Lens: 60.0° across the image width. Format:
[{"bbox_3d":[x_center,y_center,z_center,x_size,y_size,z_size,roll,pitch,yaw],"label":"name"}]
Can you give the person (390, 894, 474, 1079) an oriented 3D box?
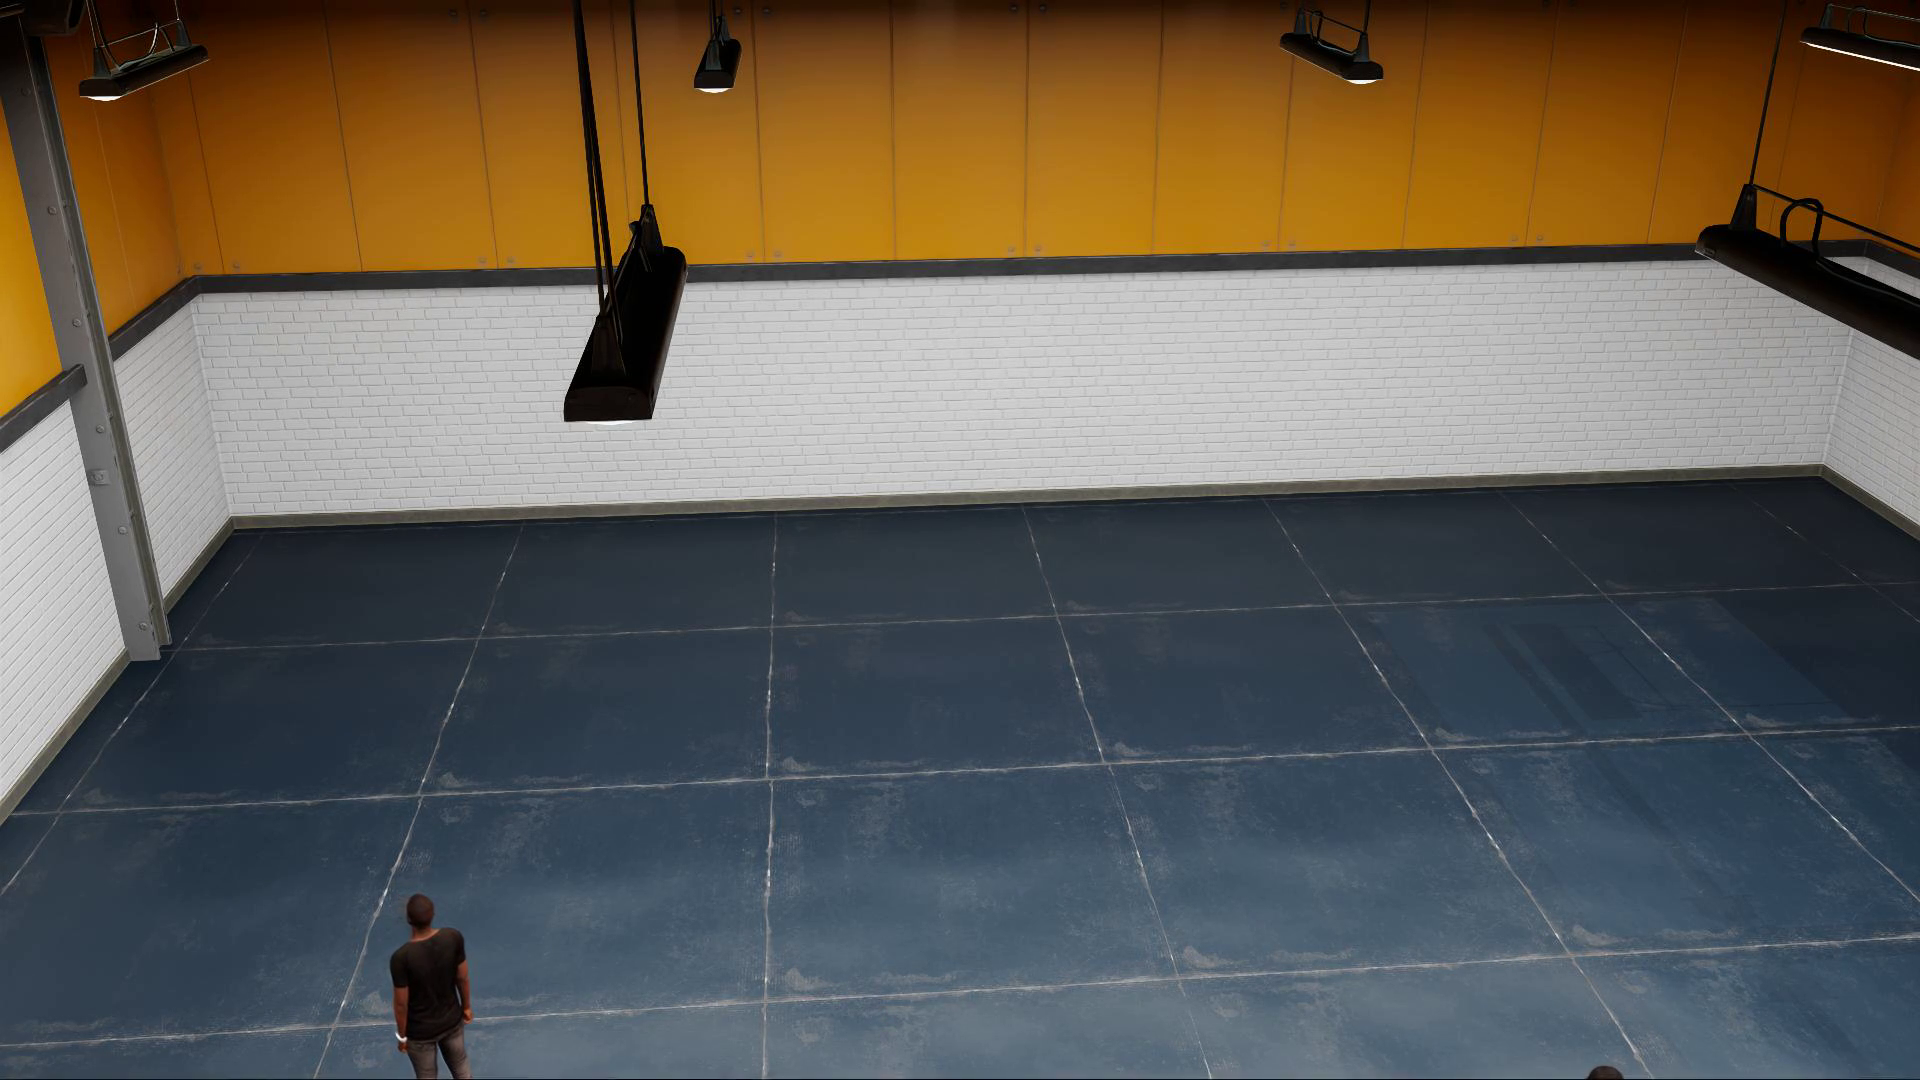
[{"bbox_3d":[-3.263,2.983,10.332,0.717,1.807,0.743,-20,31,-38],"label":"person"}]
